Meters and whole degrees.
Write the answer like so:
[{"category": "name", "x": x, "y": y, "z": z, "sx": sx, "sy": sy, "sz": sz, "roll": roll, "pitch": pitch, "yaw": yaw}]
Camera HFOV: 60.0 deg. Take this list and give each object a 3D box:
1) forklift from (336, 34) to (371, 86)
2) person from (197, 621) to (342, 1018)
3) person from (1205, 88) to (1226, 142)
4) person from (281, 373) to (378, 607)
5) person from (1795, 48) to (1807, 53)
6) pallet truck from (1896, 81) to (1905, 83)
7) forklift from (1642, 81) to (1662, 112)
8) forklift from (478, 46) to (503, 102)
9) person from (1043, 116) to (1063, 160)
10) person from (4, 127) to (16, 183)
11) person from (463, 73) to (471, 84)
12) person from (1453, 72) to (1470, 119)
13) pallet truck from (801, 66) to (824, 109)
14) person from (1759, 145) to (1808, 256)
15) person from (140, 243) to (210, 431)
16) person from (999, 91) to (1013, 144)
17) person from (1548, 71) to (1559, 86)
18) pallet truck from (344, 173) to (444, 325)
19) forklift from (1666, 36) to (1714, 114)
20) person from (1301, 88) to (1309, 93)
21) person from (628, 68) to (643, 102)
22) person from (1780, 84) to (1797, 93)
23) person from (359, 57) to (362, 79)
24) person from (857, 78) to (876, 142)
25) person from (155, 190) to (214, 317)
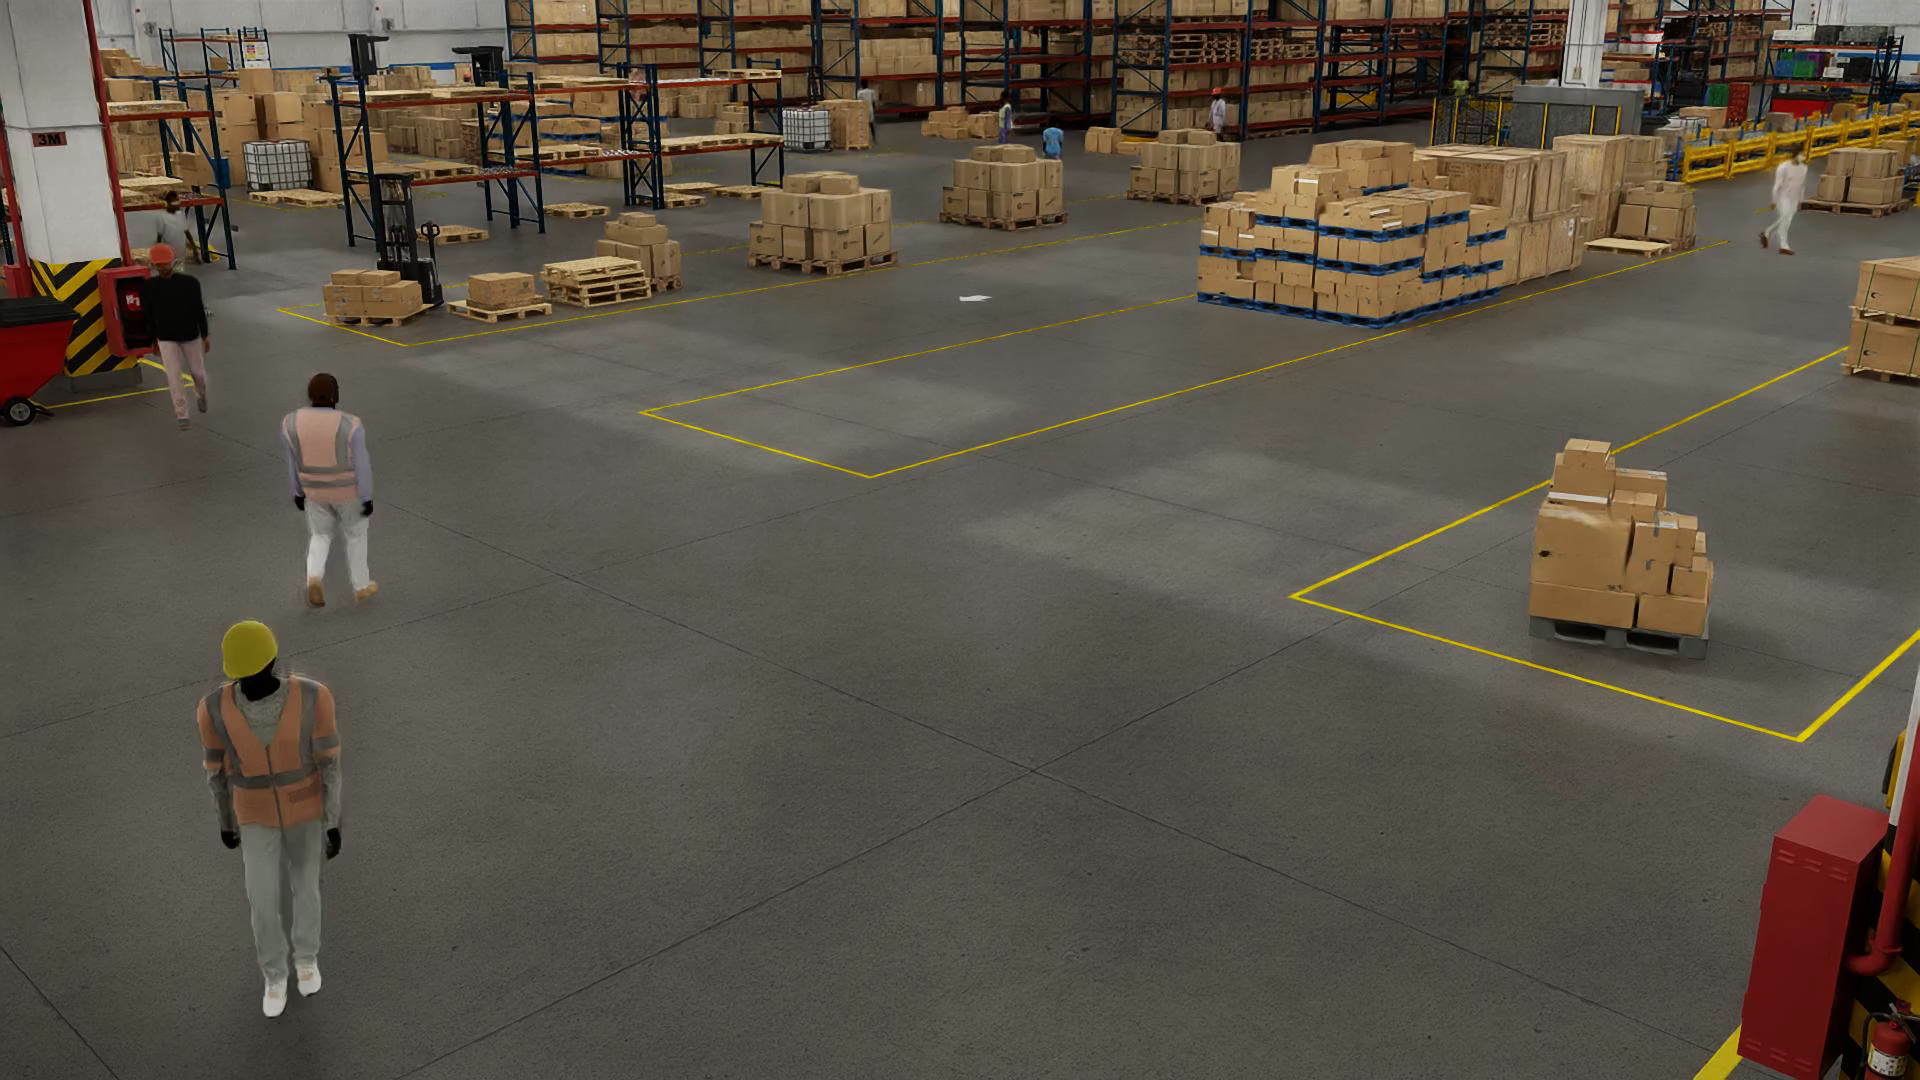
[{"category": "forklift", "x": -23.394, "y": -18.320, "z": 64.977, "sx": 1.129, "sy": 2.768, "sz": 1.873, "roll": 17, "pitch": 25, "yaw": 41}, {"category": "person", "x": -3.081, "y": 1.254, "z": 7.543, "sx": 0.583, "sy": 1.901, "sz": 0.596, "roll": -7, "pitch": 19, "yaw": -19}, {"category": "person", "x": 7.143, "y": -11.718, "z": 46.648, "sx": 1.012, "sy": 1.875, "sz": 0.554, "roll": -6, "pitch": 19, "yaw": -17}, {"category": "person", "x": -4.718, "y": -0.360, "z": 12.507, "sx": 0.633, "sy": 1.817, "sz": 0.658, "roll": 0, "pitch": 18, "yaw": 1}, {"category": "person", "x": 42.167, "y": -23.977, "z": 83.605, "sx": 0.670, "sy": 1.864, "sz": 0.677, "roll": 7, "pitch": 20, "yaw": 20}, {"category": "pallet truck", "x": 34.802, "y": -16.331, "z": 61.455, "sx": 0.653, "sy": 1.274, "sz": 1.630, "roll": 17, "pitch": 25, "yaw": 41}, {"category": "forklift", "x": 26.098, "y": -17.863, "z": 63.602, "sx": 1.129, "sy": 2.768, "sz": 1.873, "roll": 17, "pitch": 25, "yaw": 41}, {"category": "forklift", "x": -14.400, "y": -13.831, "z": 51.452, "sx": 1.129, "sy": 2.768, "sz": 1.873, "roll": 17, "pitch": 25, "yaw": 41}, {"category": "person", "x": 2.144, "y": -9.174, "z": 39.309, "sx": 0.554, "sy": 1.659, "sz": 0.797, "roll": -8, "pitch": 20, "yaw": -23}, {"category": "person", "x": -22.733, "y": -9.475, "z": 39.881, "sx": 1.014, "sy": 1.884, "sz": 0.635, "roll": 9, "pitch": 20, "yaw": 26}, {"category": "person", "x": -15.691, "y": -13.907, "z": 53.190, "sx": 0.624, "sy": 1.945, "sz": 0.734, "roll": -10, "pitch": 21, "yaw": -27}, {"category": "person", "x": 18.064, "y": -15.959, "z": 59.749, "sx": 0.642, "sy": 1.648, "sz": 0.788, "roll": -4, "pitch": 19, "yaw": -12}, {"category": "pallet truck", "x": -4.812, "y": -15.182, "z": 56.903, "sx": 0.823, "sy": 1.965, "sz": 1.885, "roll": -9, "pitch": 21, "yaw": -26}, {"category": "person", "x": 14.648, "y": -6.060, "z": 29.572, "sx": 0.638, "sy": 1.914, "sz": 0.854, "roll": -7, "pitch": 20, "yaw": -20}, {"category": "person", "x": -8.372, "y": -2.194, "z": 17.794, "sx": 0.634, "sy": 1.979, "sz": 0.672, "roll": -6, "pitch": 19, "yaw": -18}, {"category": "person", "x": 1.252, "y": -11.067, "z": 44.659, "sx": 0.618, "sy": 1.902, "sz": 0.595, "roll": -4, "pitch": 19, "yaw": -13}, {"category": "person", "x": 21.571, "y": -16.225, "z": 60.579, "sx": 0.877, "sy": 1.656, "sz": 0.539, "roll": -4, "pitch": 19, "yaw": -12}, {"category": "pallet truck", "x": -8.209, "y": -4.181, "z": 23.757, "sx": 0.823, "sy": 1.965, "sz": 1.885, "roll": 3, "pitch": 19, "yaw": 9}, {"category": "forklift", "x": 27.341, "y": -17.291, "z": 61.877, "sx": 1.129, "sy": 2.768, "sz": 1.873, "roll": 17, "pitch": 25, "yaw": 41}, {"category": "person", "x": 14.924, "y": -20.476, "z": 73.073, "sx": 1.037, "sy": 1.847, "sz": 0.657, "roll": -13, "pitch": 23, "yaw": -35}, {"category": "person", "x": -11.837, "y": -16.295, "z": 60.508, "sx": 0.673, "sy": 1.878, "sz": 0.841, "roll": -1, "pitch": 18, "yaw": -4}, {"category": "person", "x": 29.704, "y": -15.976, "z": 59.432, "sx": 0.959, "sy": 1.900, "sz": 0.654, "roll": -1, "pitch": 18, "yaw": -3}, {"category": "person", "x": -24.259, "y": -18.521, "z": 67.116, "sx": 0.936, "sy": 1.908, "sz": 0.641, "roll": -12, "pitch": 22, "yaw": -33}, {"category": "person", "x": -2.828, "y": -13.053, "z": 50.564, "sx": 0.613, "sy": 1.945, "sz": 0.708, "roll": -8, "pitch": 20, "yaw": -22}, {"category": "person", "x": -10.989, "y": -4.015, "z": 23.524, "sx": 0.946, "sy": 1.822, "sz": 0.555, "roll": 7, "pitch": 19, "yaw": 19}]
